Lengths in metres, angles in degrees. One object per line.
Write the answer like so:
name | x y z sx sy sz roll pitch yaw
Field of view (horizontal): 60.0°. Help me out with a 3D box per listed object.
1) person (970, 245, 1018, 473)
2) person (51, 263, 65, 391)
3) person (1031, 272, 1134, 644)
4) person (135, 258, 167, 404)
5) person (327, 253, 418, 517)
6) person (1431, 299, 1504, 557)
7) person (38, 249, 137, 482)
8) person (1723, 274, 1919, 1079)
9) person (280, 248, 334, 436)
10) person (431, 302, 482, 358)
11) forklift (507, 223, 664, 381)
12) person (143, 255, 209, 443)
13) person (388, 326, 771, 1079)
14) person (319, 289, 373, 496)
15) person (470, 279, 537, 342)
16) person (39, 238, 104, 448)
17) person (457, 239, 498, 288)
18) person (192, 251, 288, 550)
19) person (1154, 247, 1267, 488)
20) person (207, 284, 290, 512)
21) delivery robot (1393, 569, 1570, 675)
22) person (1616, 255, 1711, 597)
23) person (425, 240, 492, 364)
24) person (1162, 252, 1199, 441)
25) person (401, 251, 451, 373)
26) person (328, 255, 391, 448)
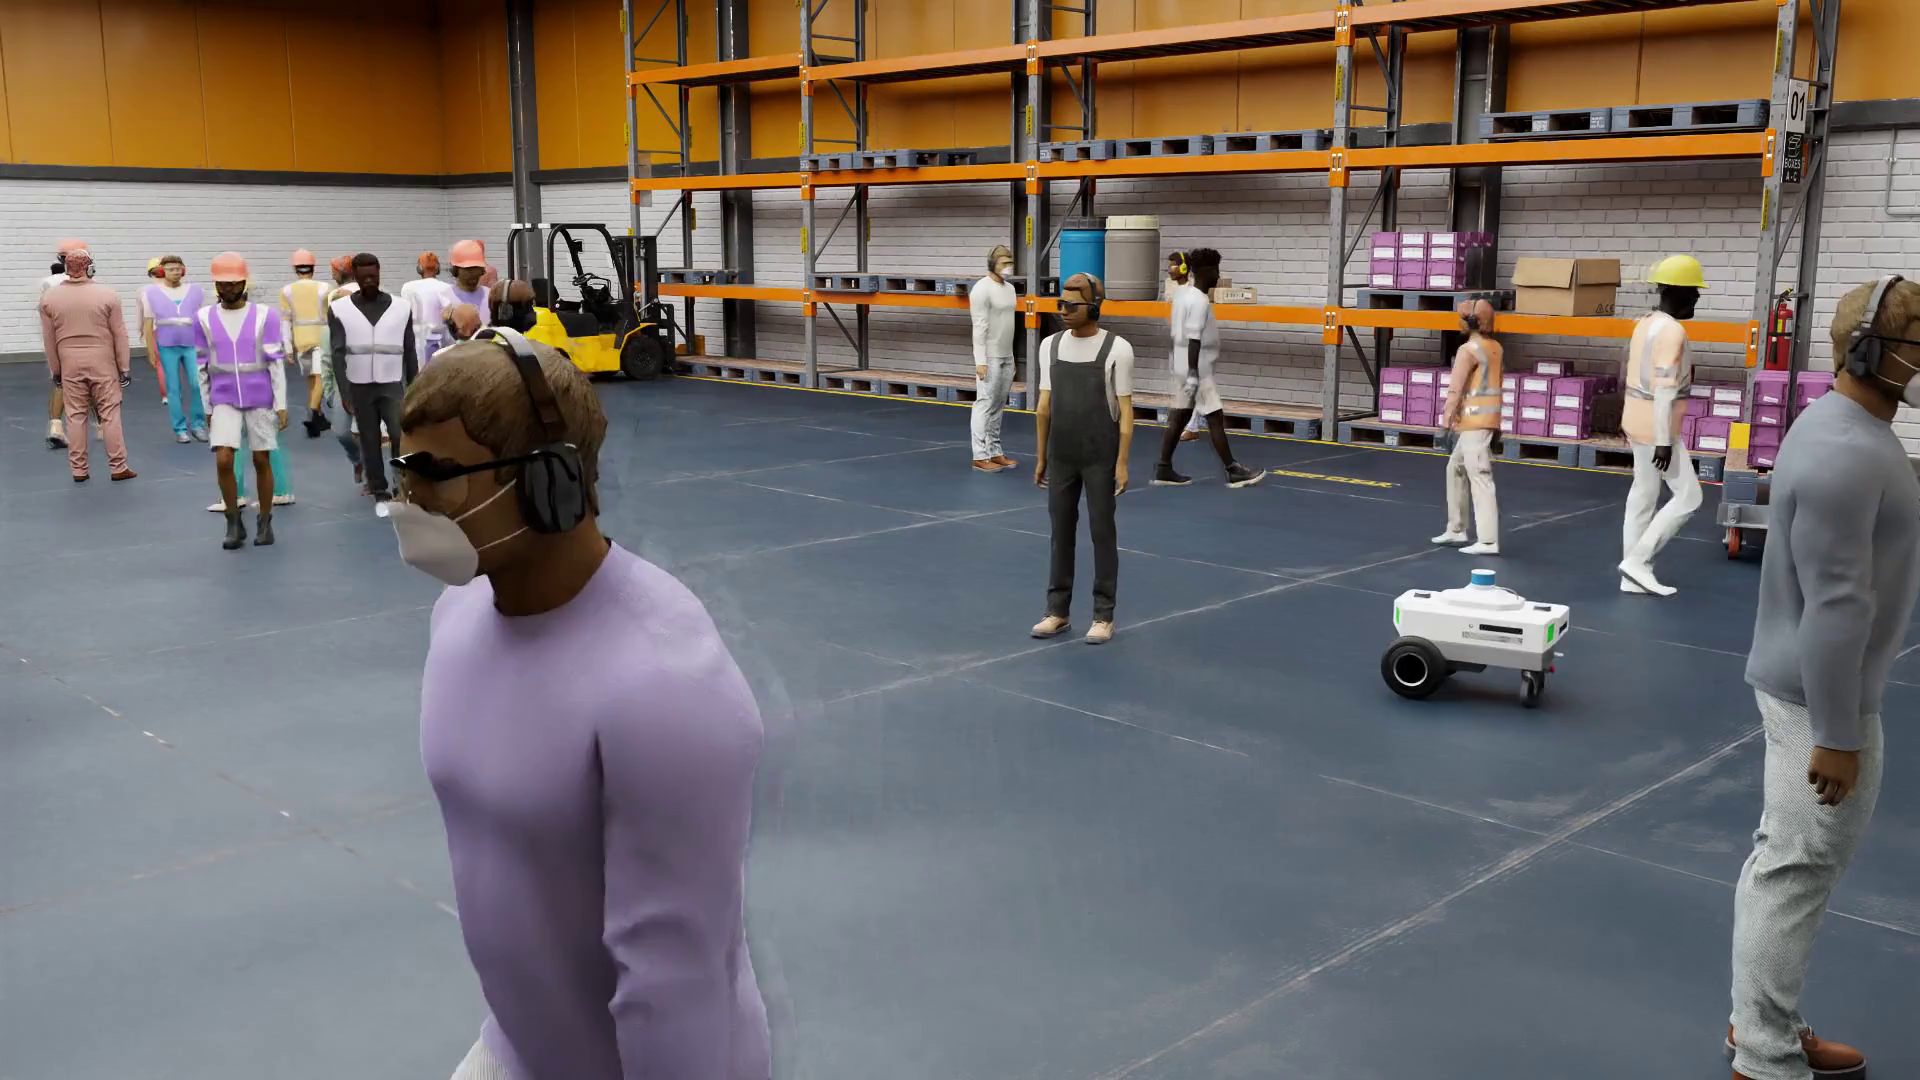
person | 0.300 -1.558 14.320 0.353 1.936 0.633 6 12 28
person | -11.369 -2.713 21.337 0.642 1.678 0.539 1 10 3
person | 0.610 -0.402 8.276 0.506 1.842 0.342 5 12 28
person | -9.665 -2.531 20.137 0.553 1.737 0.739 -6 12 -30
person | -4.159 -1.086 11.862 0.604 1.890 0.572 -5 11 -24
person | 3.197 -0.713 10.568 0.628 1.616 0.522 7 13 35
person | -7.158 -1.426 13.687 0.643 1.909 0.410 -2 11 -11
person | 1.986 0.371 3.806 0.351 1.936 0.634 5 12 26
person | -6.613 -2.010 16.921 0.552 1.899 0.968 -1 10 -5
person | -2.997 -0.629 10.144 0.537 1.617 0.666 -10 14 -42
forklift | -5.316 -3.263 22.920 2.313 2.155 1.214 -10 14 -44
person | -7.560 -1.840 16.135 0.596 1.829 0.590 -8 13 -36
person | -0.456 0.699 2.071 0.453 1.921 0.643 -10 14 -43
person | -4.727 -1.160 13.047 0.519 1.616 0.451 -1 10 -4
person | -2.386 -0.495 8.947 0.988 1.788 0.648 1 10 5
person | -8.545 -1.898 16.028 0.626 2.006 1.015 -1 10 -3
person | -6.947 -3.345 23.967 0.632 1.975 0.758 1 10 3
person | -4.626 -0.885 10.721 0.558 1.917 0.607 -3 11 -15
person | 2.001 -1.370 13.343 0.900 1.920 0.635 0 10 0
person | -5.333 -1.076 12.239 0.705 1.743 0.546 -4 11 -23
delivery robot | 2.288 0.373 7.306 0.707 0.478 0.477 6 12 30
person | 3.907 -0.614 9.232 0.424 1.910 0.621 1 10 8
person | -3.788 -1.270 12.624 0.639 2.000 0.943 -9 14 -40
person | 2.205 -1.902 16.421 0.327 1.860 0.538 -2 11 -9
person | -5.214 -1.912 16.453 0.635 1.863 0.637 -7 13 -34
person | -5.797 -1.804 15.953 0.953 1.825 0.611 6 12 29
